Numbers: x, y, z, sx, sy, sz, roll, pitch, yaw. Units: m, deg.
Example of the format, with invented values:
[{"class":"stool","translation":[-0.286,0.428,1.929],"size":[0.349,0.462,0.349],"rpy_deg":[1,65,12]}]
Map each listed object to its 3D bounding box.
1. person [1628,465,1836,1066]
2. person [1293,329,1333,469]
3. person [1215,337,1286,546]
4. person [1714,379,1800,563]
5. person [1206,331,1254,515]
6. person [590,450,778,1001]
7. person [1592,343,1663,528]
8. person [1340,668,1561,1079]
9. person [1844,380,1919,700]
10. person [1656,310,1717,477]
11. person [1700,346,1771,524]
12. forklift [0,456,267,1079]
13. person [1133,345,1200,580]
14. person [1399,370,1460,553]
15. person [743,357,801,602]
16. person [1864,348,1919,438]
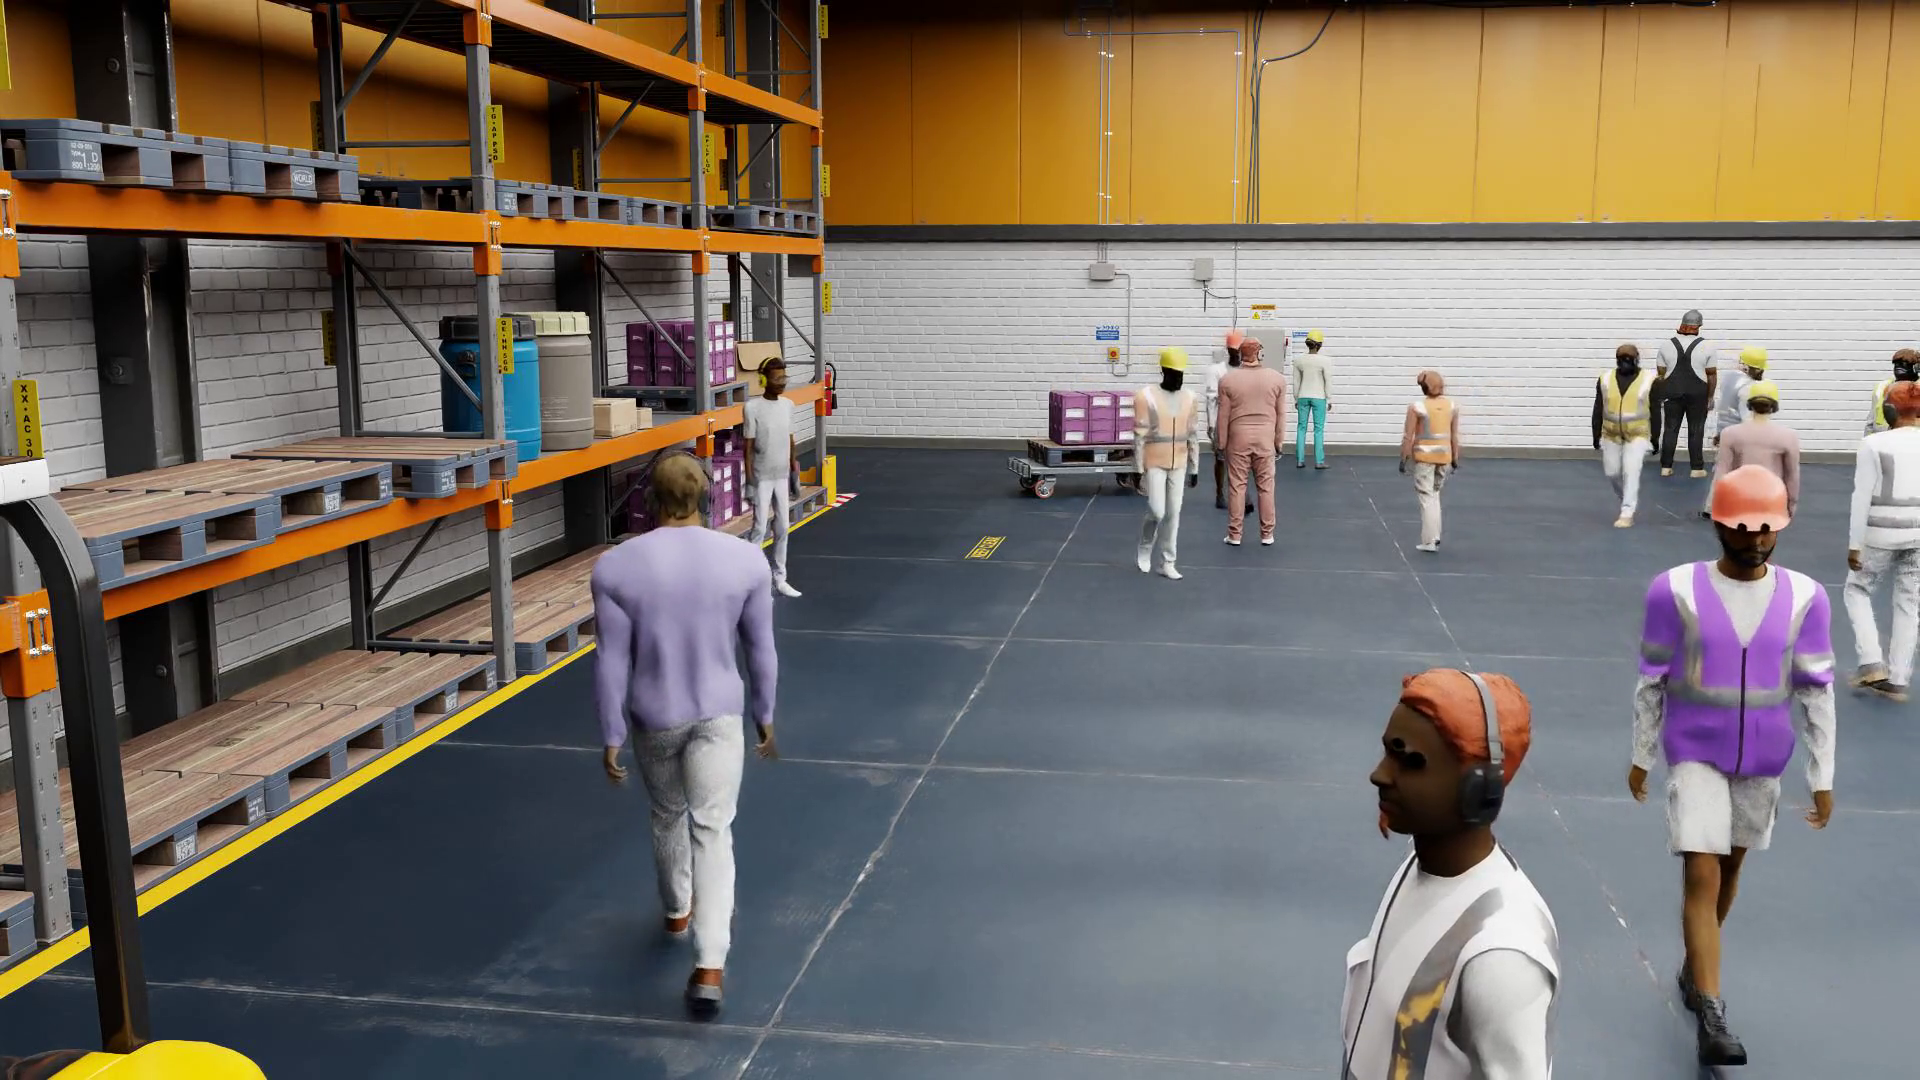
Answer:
[{"class":"person","translation":[2.487,0.712,5.309],"size":[0.573,1.888,0.962],"rpy_deg":[2,9,10]},{"class":"person","translation":[4.469,-1.779,21.062],"size":[0.534,1.767,0.325],"rpy_deg":[6,11,34]},{"class":"person","translation":[2.642,-0.889,15.161],"size":[0.636,1.903,0.404],"rpy_deg":[0,9,0]},{"class":"person","translation":[5.693,-0.278,11.891],"size":[0.542,1.727,0.831],"rpy_deg":[5,10,27]},{"class":"person","translation":[2.820,-1.210,17.196],"size":[0.562,1.876,1.027],"rpy_deg":[0,9,-1]},{"class":"person","translation":[-0.961,0.626,5.871],"size":[0.641,1.893,1.041],"rpy_deg":[-1,9,-9]},{"class":"person","translation":[6.597,-1.047,16.420],"size":[0.667,1.815,0.672],"rpy_deg":[8,12,40]},{"class":"person","translation":[0.778,1.131,2.755],"size":[0.351,1.884,0.581],"rpy_deg":[0,9,2]},{"class":"person","translation":[5.483,0.004,9.753],"size":[0.596,1.868,0.433],"rpy_deg":[0,9,2]},{"class":"person","translation":[8.868,-1.787,20.272],"size":[0.689,2.000,0.539],"rpy_deg":[7,11,36]},{"class":"person","translation":[7.622,-1.019,16.330],"size":[0.453,1.786,0.691],"rpy_deg":[1,9,8]},{"class":"forklift","translation":[-2.328,0.975,2.765],"size":[2.313,2.155,1.214],"rpy_deg":[1,9,9]},{"class":"person","translation":[1.679,-0.620,13.470],"size":[0.596,1.908,0.444],"rpy_deg":[-4,10,-22]},{"class":"person","translation":[4.184,-0.703,14.870],"size":[0.539,1.617,0.501],"rpy_deg":[-3,10,-17]},{"class":"person","translation":[-1.431,-0.460,12.653],"size":[0.321,1.860,0.527],"rpy_deg":[8,12,42]},{"class":"person","translation":[8.101,-0.728,14.355],"size":[0.429,1.844,0.625],"rpy_deg":[-6,11,-34]}]
